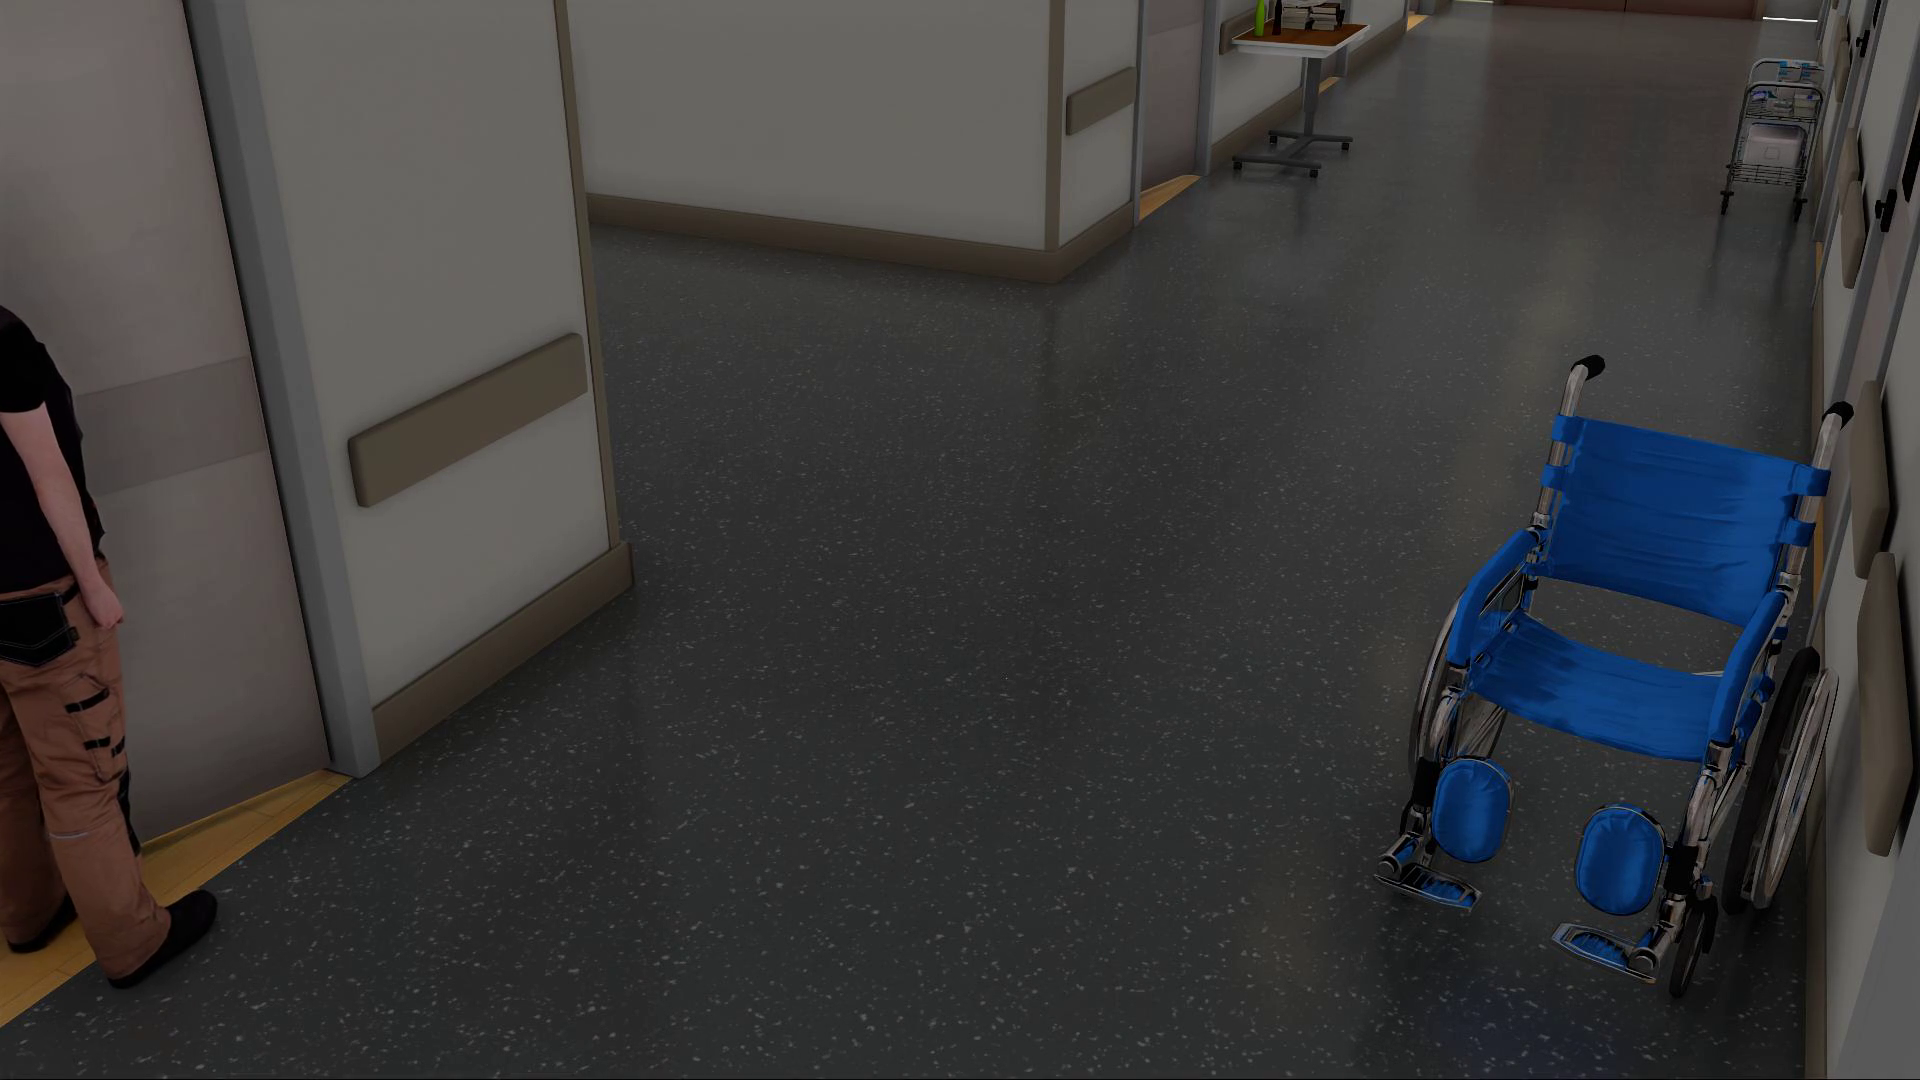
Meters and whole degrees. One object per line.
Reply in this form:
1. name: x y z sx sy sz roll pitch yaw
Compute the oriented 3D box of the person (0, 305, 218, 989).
1. person: -1.981 0.081 3.414 0.671 1.839 0.581 10 28 20
